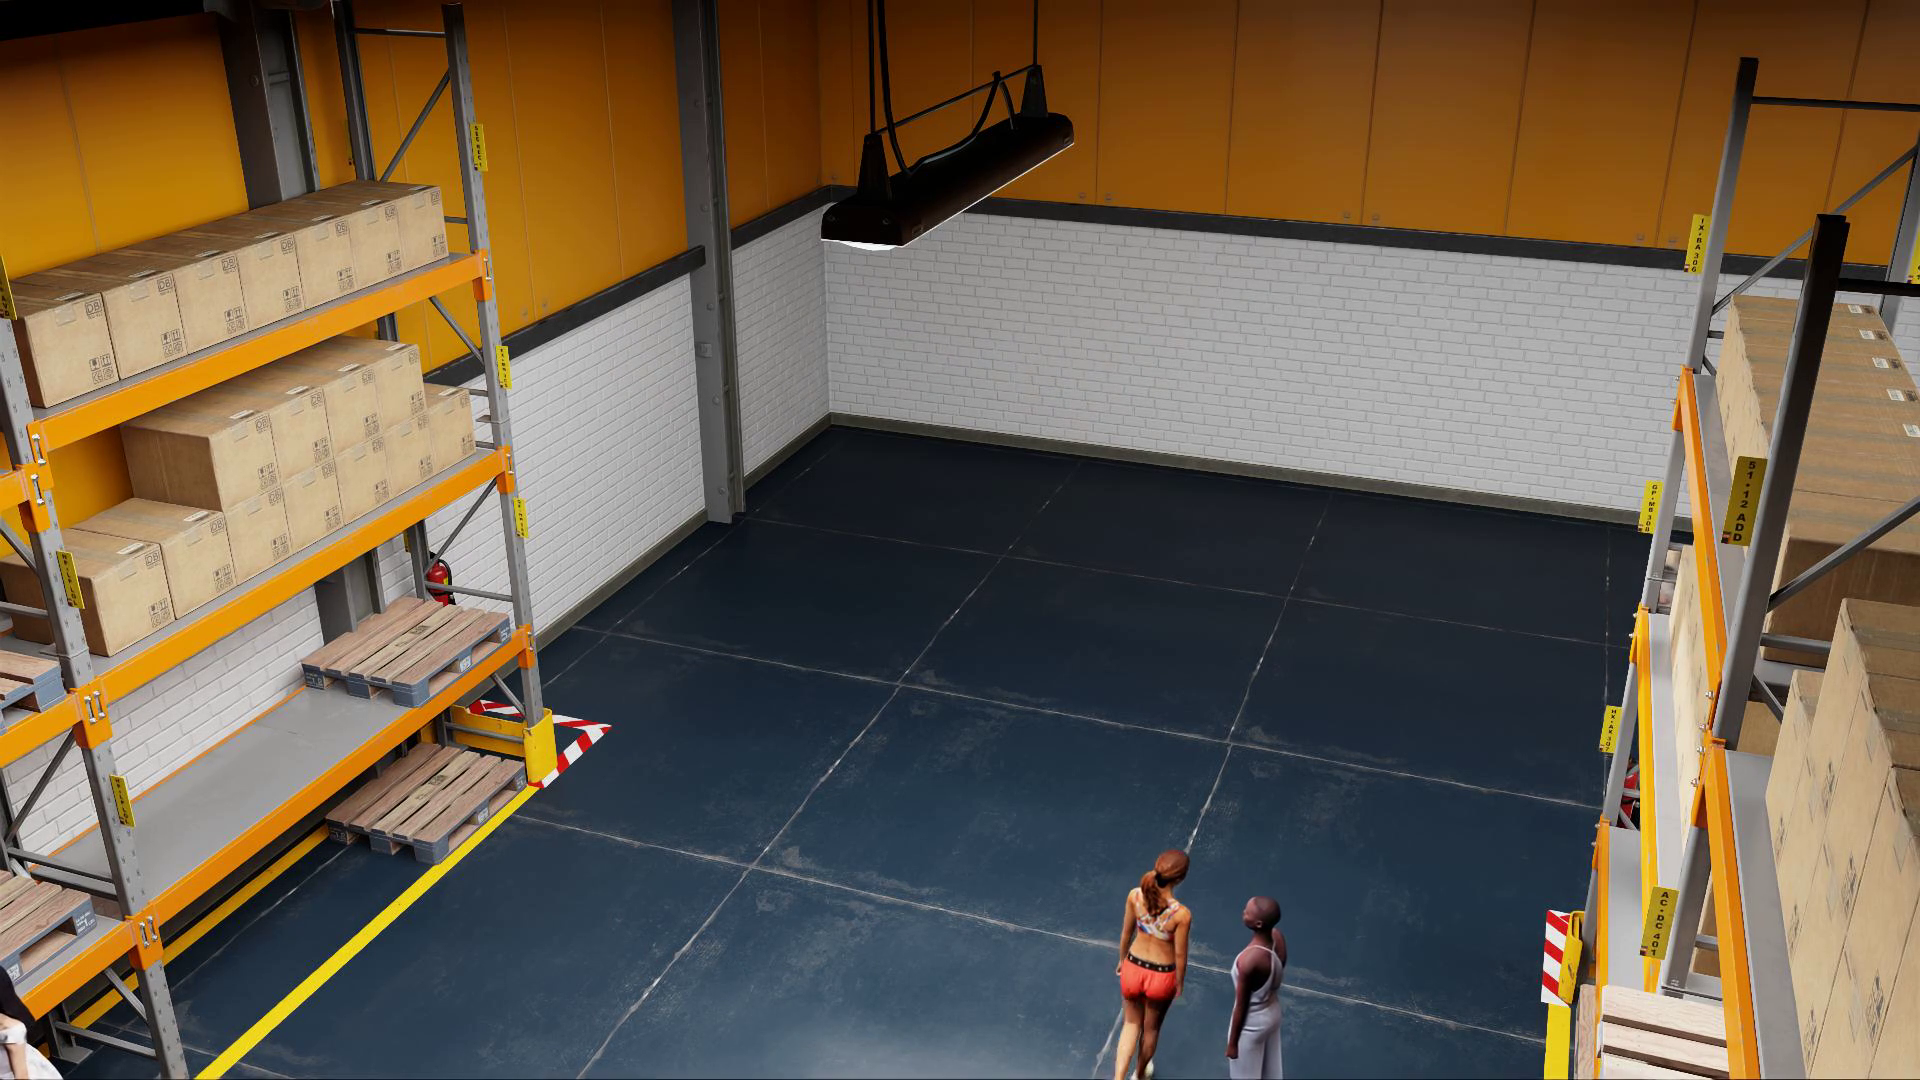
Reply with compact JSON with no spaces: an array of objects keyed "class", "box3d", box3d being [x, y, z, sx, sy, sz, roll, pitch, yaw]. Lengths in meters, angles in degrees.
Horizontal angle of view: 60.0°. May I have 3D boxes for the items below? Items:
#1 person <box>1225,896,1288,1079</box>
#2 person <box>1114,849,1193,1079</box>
[{"class":"person","box3d":[1.669,2.762,9.381,0.700,1.779,0.570,18,29,35]},{"class":"person","box3d":[1.073,2.617,9.727,0.678,1.767,0.934,11,26,24]}]
